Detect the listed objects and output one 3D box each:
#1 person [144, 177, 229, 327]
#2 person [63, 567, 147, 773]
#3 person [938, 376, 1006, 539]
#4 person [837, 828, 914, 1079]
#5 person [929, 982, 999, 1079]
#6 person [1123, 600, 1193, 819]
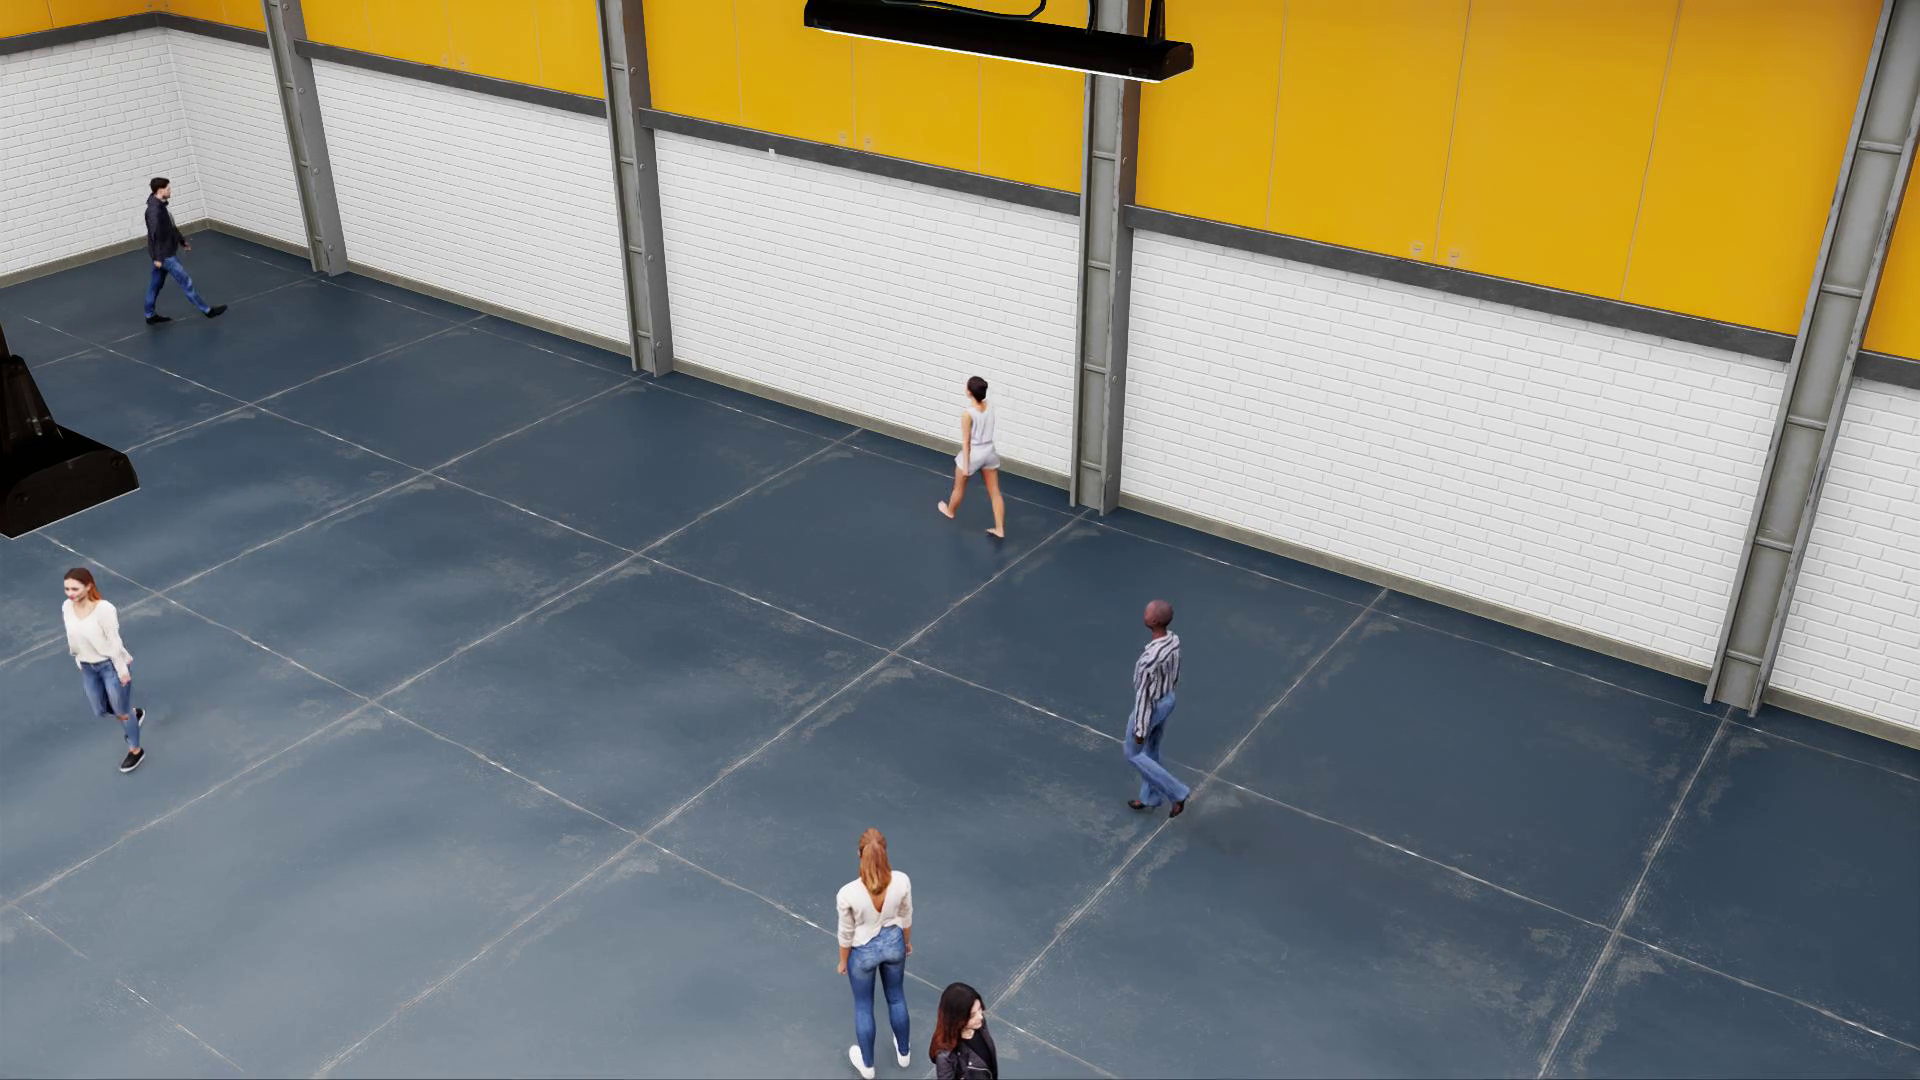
[{"bbox_3d":[-9.766,-3.439,20.206,1.194,1.816,1.243,-12,31,-21],"label":"person"},{"bbox_3d":[-6.305,0.913,12.370,0.794,1.679,0.842,4,29,8],"label":"person"},{"bbox_3d":[0.228,-0.735,15.512,0.768,1.562,1.105,-22,36,-35],"label":"person"},{"bbox_3d":[-0.483,2.389,9.621,0.688,1.719,0.698,-11,30,-19],"label":"person"},{"bbox_3d":[0.010,2.951,8.680,0.647,1.634,0.703,10,30,18],"label":"person"},{"bbox_3d":[1.438,1.242,11.658,0.765,1.782,0.690,14,32,24],"label":"person"}]
